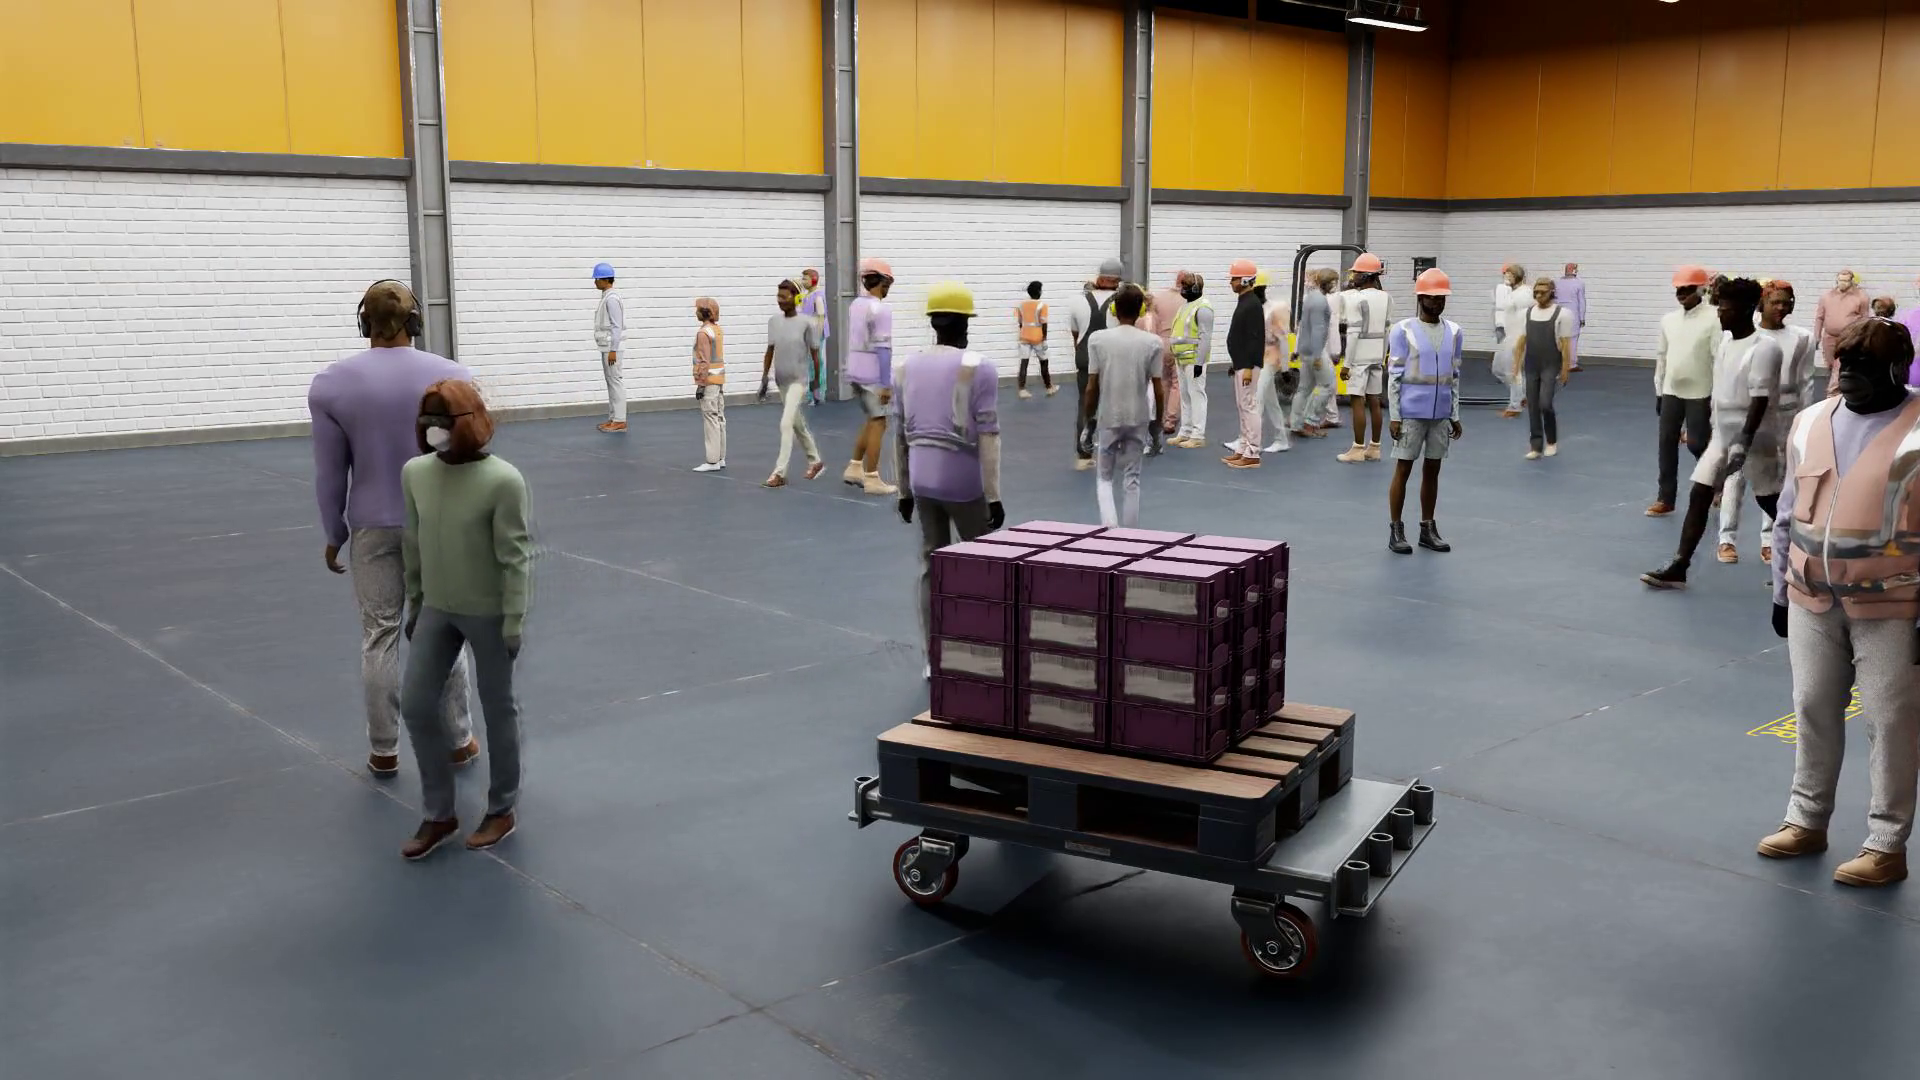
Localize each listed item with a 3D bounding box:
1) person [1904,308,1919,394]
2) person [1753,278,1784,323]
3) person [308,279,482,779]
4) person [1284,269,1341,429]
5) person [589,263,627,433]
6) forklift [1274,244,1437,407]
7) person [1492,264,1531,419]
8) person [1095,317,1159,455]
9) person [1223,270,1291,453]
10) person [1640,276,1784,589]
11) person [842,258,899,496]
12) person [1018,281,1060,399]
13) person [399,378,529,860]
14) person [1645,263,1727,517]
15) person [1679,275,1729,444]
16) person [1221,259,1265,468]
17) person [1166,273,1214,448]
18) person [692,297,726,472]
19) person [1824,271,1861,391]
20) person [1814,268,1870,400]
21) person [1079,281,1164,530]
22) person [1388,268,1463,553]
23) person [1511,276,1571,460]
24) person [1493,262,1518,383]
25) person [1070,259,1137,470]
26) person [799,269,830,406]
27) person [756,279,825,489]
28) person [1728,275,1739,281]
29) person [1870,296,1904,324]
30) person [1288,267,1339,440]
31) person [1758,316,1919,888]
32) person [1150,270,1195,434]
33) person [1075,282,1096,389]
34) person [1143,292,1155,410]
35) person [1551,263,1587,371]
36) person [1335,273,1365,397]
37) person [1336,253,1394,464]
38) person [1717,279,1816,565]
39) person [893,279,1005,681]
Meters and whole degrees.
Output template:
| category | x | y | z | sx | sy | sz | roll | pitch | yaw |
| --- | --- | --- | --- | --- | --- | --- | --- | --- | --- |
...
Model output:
| category | x | y | z | sx | sy | sz | roll | pitch | yaw |
| --- | --- | --- | --- | --- | --- | --- | --- | --- | --- |
| person | 8.466 | -1.384 | 14.506 | 0.979 | 1.884 | 0.575 | 1 | 10 | 6 |
| person | 9.473 | -2.201 | 19.631 | 0.314 | 1.768 | 0.526 | -2 | 10 | -9 |
| person | -2.161 | -0.035 | 6.461 | 0.627 | 1.934 | 0.371 | -3 | 10 | -15 |
| person | 4.054 | -2.209 | 19.372 | 0.928 | 1.862 | 0.676 | -2 | 10 | -11 |
| person | -4.040 | -2.210 | 19.159 | 0.405 | 1.943 | 0.614 | -3 | 10 | -18 |
| forklift | 5.256 | -2.933 | 22.661 | 2.313 | 2.155 | 1.214 | 3 | 10 | 16 |
| person | 6.858 | -2.457 | 20.664 | 0.432 | 1.924 | 0.660 | 1 | 10 | 7 |
| person | 1.685 | -1.734 | 16.975 | 0.797 | 1.735 | 0.546 | 3 | 10 | 15 |
| person | 3.004 | -1.801 | 16.955 | 0.969 | 1.873 | 0.594 | -4 | 11 | -24 |
| person | 4.742 | -0.629 | 10.047 | 1.058 | 1.915 | 0.604 | -2 | 10 | -9 |
| person | -0.737 | -1.395 | 14.200 | 0.493 | 2.006 | 0.628 | -6 | 11 | -31 |
| person | 1.108 | -2.848 | 23.698 | 0.553 | 1.655 | 0.819 | 7 | 12 | 36 |
| person | -1.694 | 0.273 | 5.547 | 0.524 | 1.613 | 0.557 | 3 | 10 | 18 |
| person | 5.702 | -1.159 | 12.925 | 0.678 | 1.972 | 0.627 | -6 | 11 | -32 |
| person | 8.029 | -1.911 | 17.789 | 0.549 | 1.816 | 0.763 | -3 | 10 | -17 |
| person | 2.717 | -1.685 | 15.936 | 0.395 | 1.993 | 0.614 | 0 | 10 | 2 |
| person | 2.441 | -1.898 | 17.637 | 0.429 | 1.844 | 0.627 | -3 | 10 | -15 |
| person | -2.359 | -1.464 | 15.672 | 0.307 | 1.644 | 0.514 | 1 | 10 | 7 |
| person | 13.325 | -3.104 | 24.802 | 0.625 | 1.807 | 0.592 | -1 | 10 | -3 |
| person | 12.072 | -2.785 | 22.778 | 0.653 | 1.868 | 0.854 | 9 | 13 | 41 |
| person | 1.054 | -0.739 | 10.799 | 0.556 | 1.857 | 0.402 | 1 | 10 | 5 |
| person | 3.181 | -0.874 | 11.353 | 0.543 | 1.939 | 0.360 | -3 | 10 | -15 |
| person | 5.744 | -1.690 | 16.469 | 0.404 | 1.832 | 0.511 | -9 | 13 | -43 |
| person | 8.716 | -3.450 | 26.476 | 0.494 | 1.929 | 0.549 | -5 | 11 | -27 |
| person | 1.415 | -1.714 | 15.975 | 0.696 | 2.000 | 0.980 | 4 | 11 | 25 |
| person | -1.971 | -2.730 | 22.497 | 0.386 | 1.843 | 0.567 | -4 | 10 | -22 |
| person | -1.484 | -1.396 | 14.789 | 0.511 | 1.832 | 0.987 | 6 | 12 | 33 |
| person | 10.911 | -2.872 | 23.628 | 0.588 | 1.744 | 0.549 | 2 | 10 | 9 |
| person | 9.449 | -1.703 | 17.172 | 0.823 | 1.599 | 0.534 | -5 | 11 | -29 |
| person | 3.877 | -2.020 | 18.179 | 0.560 | 1.897 | 0.755 | 1 | 10 | 6 |
| person | 2.915 | 0.198 | 5.408 | 0.430 | 1.836 | 0.619 | -6 | 11 | -31 |
| person | 2.548 | -2.164 | 19.153 | 0.658 | 1.853 | 0.978 | 4 | 11 | 23 |
| person | 1.970 | -3.092 | 25.228 | 0.279 | 1.634 | 0.499 | -5 | 11 | -28 |
| person | 2.238 | -2.176 | 19.957 | 0.512 | 1.602 | 0.822 | 4 | 10 | 20 |
| person | 10.716 | -3.914 | 29.271 | 0.406 | 1.901 | 0.639 | -9 | 13 | -43 |
| person | 5.606 | -2.940 | 23.907 | 0.636 | 1.790 | 0.446 | -6 | 12 | -32 |
| person | 3.944 | -1.769 | 16.278 | 0.614 | 2.045 | 0.370 | -7 | 12 | -37 |
| person | 5.269 | -0.764 | 10.913 | 0.576 | 1.876 | 0.340 | 3 | 10 | 17 |
| person | -0.038 | -0.270 | 7.891 | 0.624 | 1.909 | 0.413 | 6 | 12 | 34 |
